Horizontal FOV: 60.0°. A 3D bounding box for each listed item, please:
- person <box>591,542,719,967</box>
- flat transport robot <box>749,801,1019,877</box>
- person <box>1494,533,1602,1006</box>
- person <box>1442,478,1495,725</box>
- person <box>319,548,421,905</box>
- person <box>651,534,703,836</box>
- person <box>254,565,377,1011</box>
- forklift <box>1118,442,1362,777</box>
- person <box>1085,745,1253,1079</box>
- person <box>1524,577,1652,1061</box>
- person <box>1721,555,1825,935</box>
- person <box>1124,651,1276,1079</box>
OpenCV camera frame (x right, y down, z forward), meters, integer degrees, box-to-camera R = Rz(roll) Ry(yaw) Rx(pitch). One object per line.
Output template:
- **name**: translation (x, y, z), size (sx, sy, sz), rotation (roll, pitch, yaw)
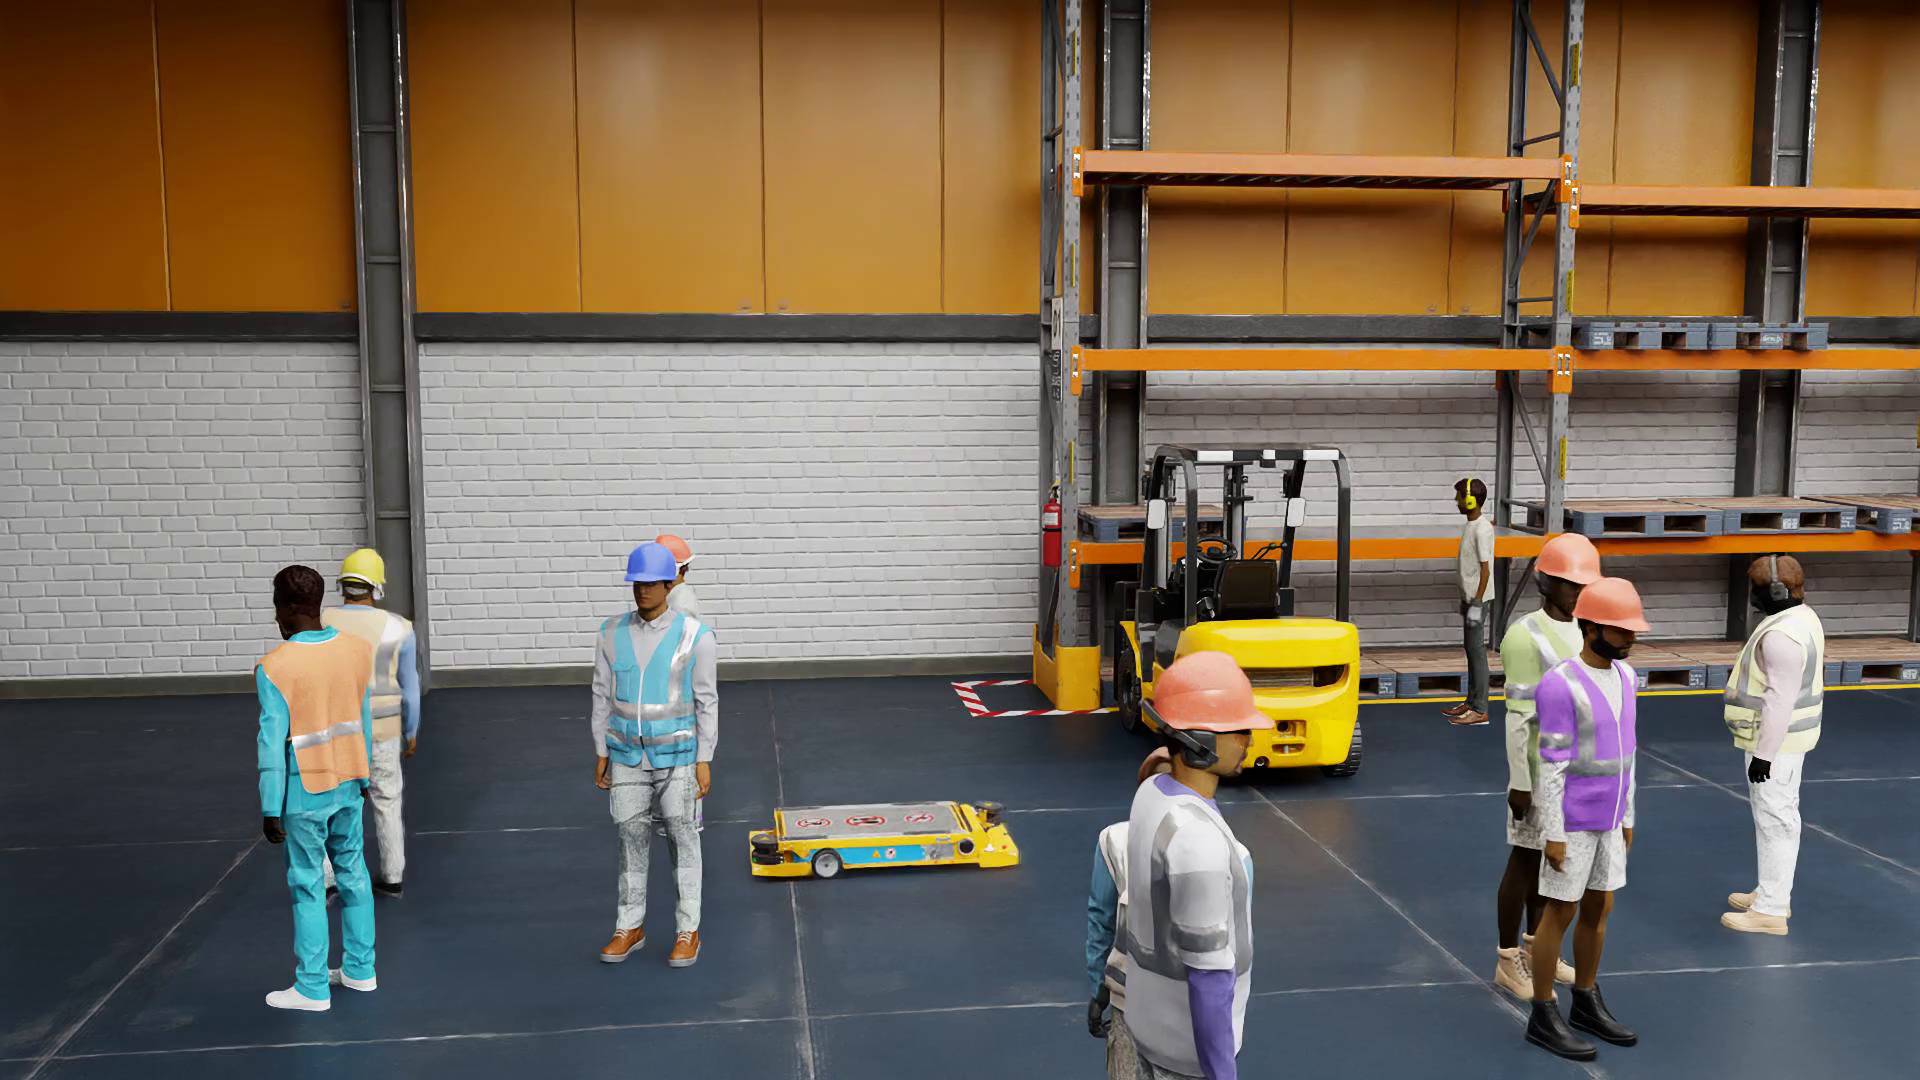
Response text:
- **person**: translation (-1.406, 0.977, 7.655), size (0.605, 1.951, 0.381), rotation (1, 7, 11)
- **flat transport robot**: translation (-0.437, 1.636, 9.173), size (1.431, 0.197, 0.652), rotation (-1, 7, -8)
- **person**: translation (2.589, 0.981, 7.227), size (0.611, 2.040, 0.393), rotation (-6, 9, -41)
- **person**: translation (3.856, 0.463, 12.544), size (0.329, 1.865, 0.518), rotation (1, 7, 10)
- **person**: translation (-3.050, 0.953, 8.440), size (0.609, 1.819, 0.422), rotation (-1, 7, -9)
- **person**: translation (-1.673, 0.837, 9.726), size (0.333, 1.753, 0.562), rotation (-2, 7, -14)
- **person**: translation (-2.748, 1.057, 7.138), size (0.400, 1.911, 0.588), rotation (3, 7, 25)
- **forklift**: translation (1.912, 0.418, 11.496), size (1.214, 2.155, 2.313), rotation (-1, 7, -8)
- **person**: translation (0.631, 1.425, 5.070), size (0.513, 1.645, 0.307), rotation (2, 7, 20)
- **person**: translation (2.537, 1.103, 6.660), size (0.546, 1.929, 0.387), rotation (-4, 8, -33)
- **person**: translation (3.946, 0.984, 8.097), size (0.429, 1.840, 0.624), rotation (4, 8, 32)
- **person**: translation (0.629, 1.303, 4.407), size (0.377, 2.044, 0.607), rotation (-1, 7, -8)
